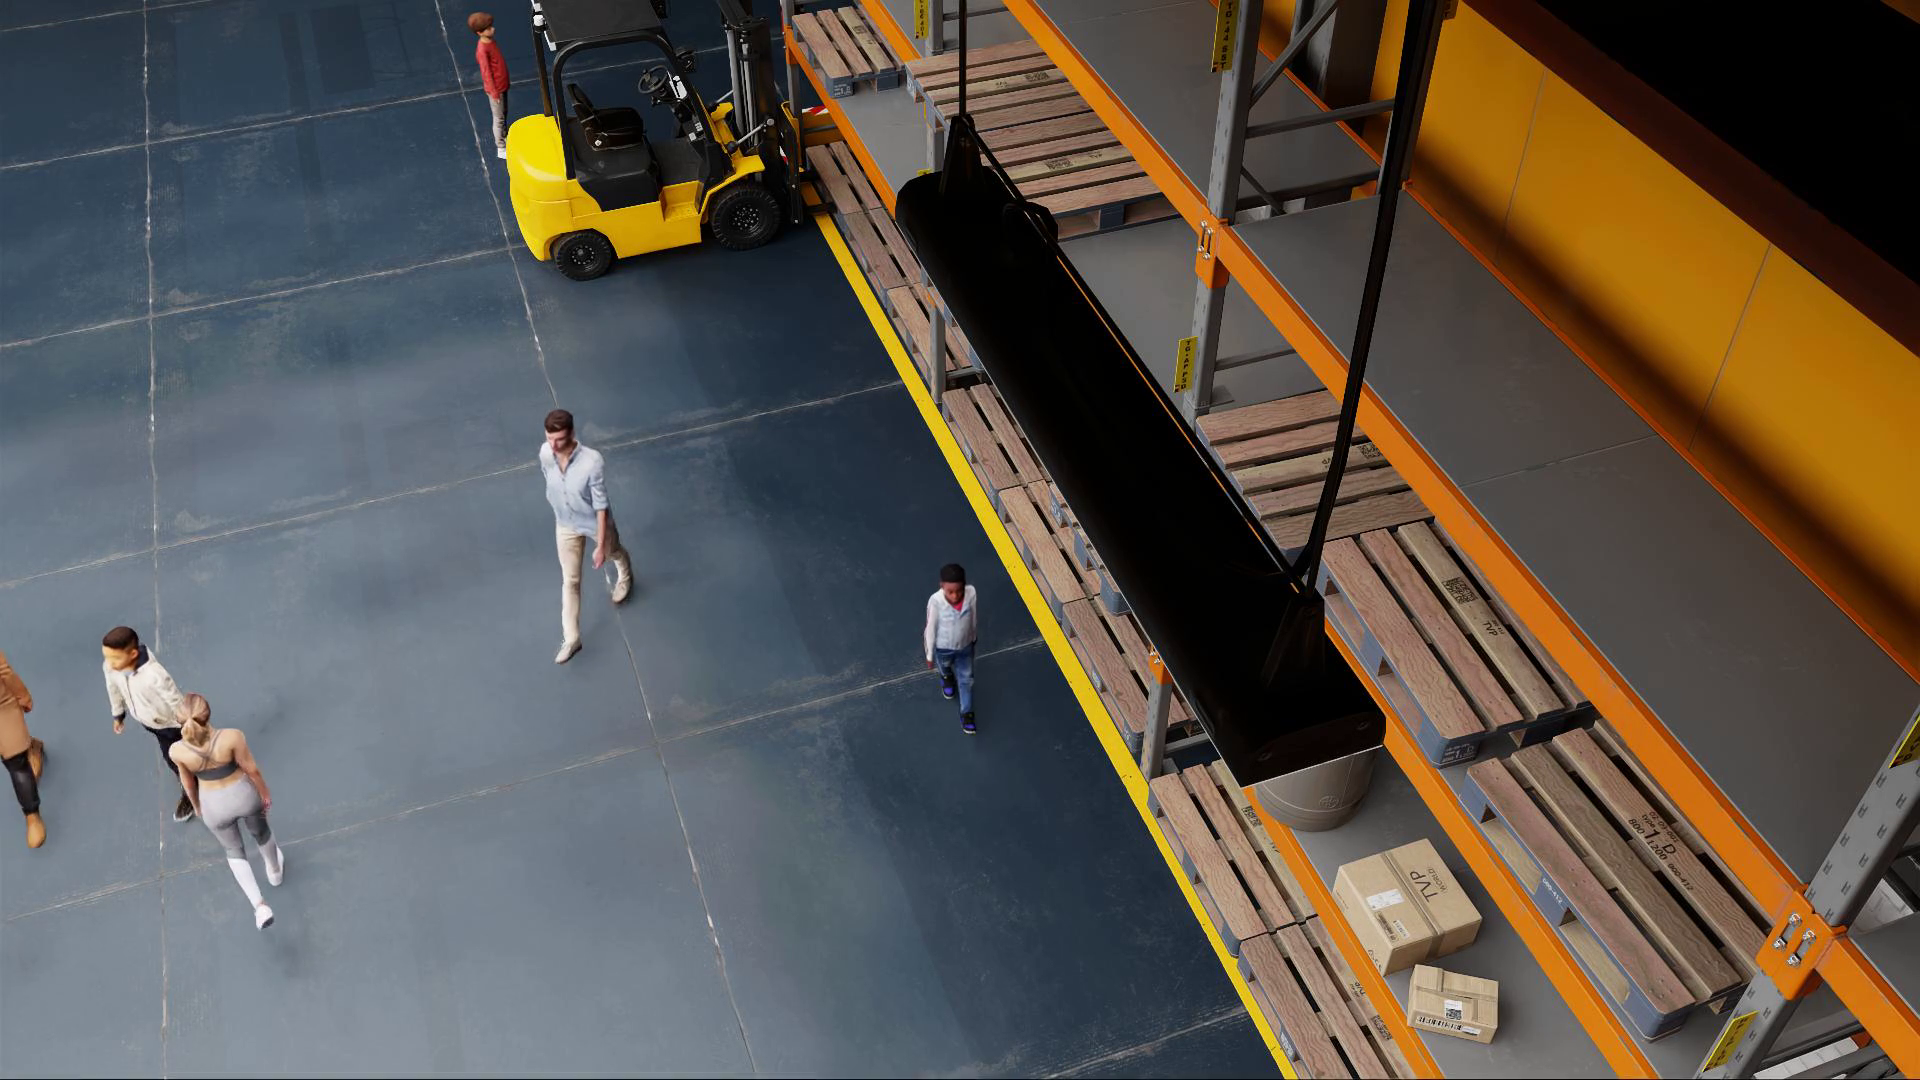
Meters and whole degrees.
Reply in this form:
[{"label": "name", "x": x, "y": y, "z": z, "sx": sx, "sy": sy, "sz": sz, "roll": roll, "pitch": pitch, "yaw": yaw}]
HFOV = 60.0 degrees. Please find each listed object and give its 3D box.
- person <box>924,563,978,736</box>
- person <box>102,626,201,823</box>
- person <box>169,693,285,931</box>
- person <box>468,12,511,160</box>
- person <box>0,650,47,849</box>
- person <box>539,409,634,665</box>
[{"label": "person", "x": -0.051, "y": 0.582, "z": 10.516, "sx": 0.608, "sy": 1.229, "sz": 0.885, "roll": -6, "pitch": 44, "yaw": -7}, {"label": "person", "x": -4.738, "y": 0.980, "z": 9.947, "sx": 0.774, "sy": 1.436, "sz": 0.835, "roll": 18, "pitch": 46, "yaw": 18}, {"label": "person", "x": -4.028, "y": 1.514, "z": 9.206, "sx": 0.596, "sy": 1.687, "sz": 0.937, "roll": -16, "pitch": 46, "yaw": -16}, {"label": "person", "x": -4.314, "y": -4.227, "z": 15.427, "sx": 0.637, "sy": 1.417, "sz": 0.508, "roll": -2, "pitch": 44, "yaw": -2}, {"label": "person", "x": -5.755, "y": 0.941, "z": 9.810, "sx": 0.678, "sy": 1.682, "sz": 1.110, "roll": -13, "pitch": 45, "yaw": -13}, {"label": "person", "x": -2.393, "y": -0.155, "z": 10.880, "sx": 1.106, "sy": 1.795, "sz": 1.303, "roll": 10, "pitch": 45, "yaw": 10}]
